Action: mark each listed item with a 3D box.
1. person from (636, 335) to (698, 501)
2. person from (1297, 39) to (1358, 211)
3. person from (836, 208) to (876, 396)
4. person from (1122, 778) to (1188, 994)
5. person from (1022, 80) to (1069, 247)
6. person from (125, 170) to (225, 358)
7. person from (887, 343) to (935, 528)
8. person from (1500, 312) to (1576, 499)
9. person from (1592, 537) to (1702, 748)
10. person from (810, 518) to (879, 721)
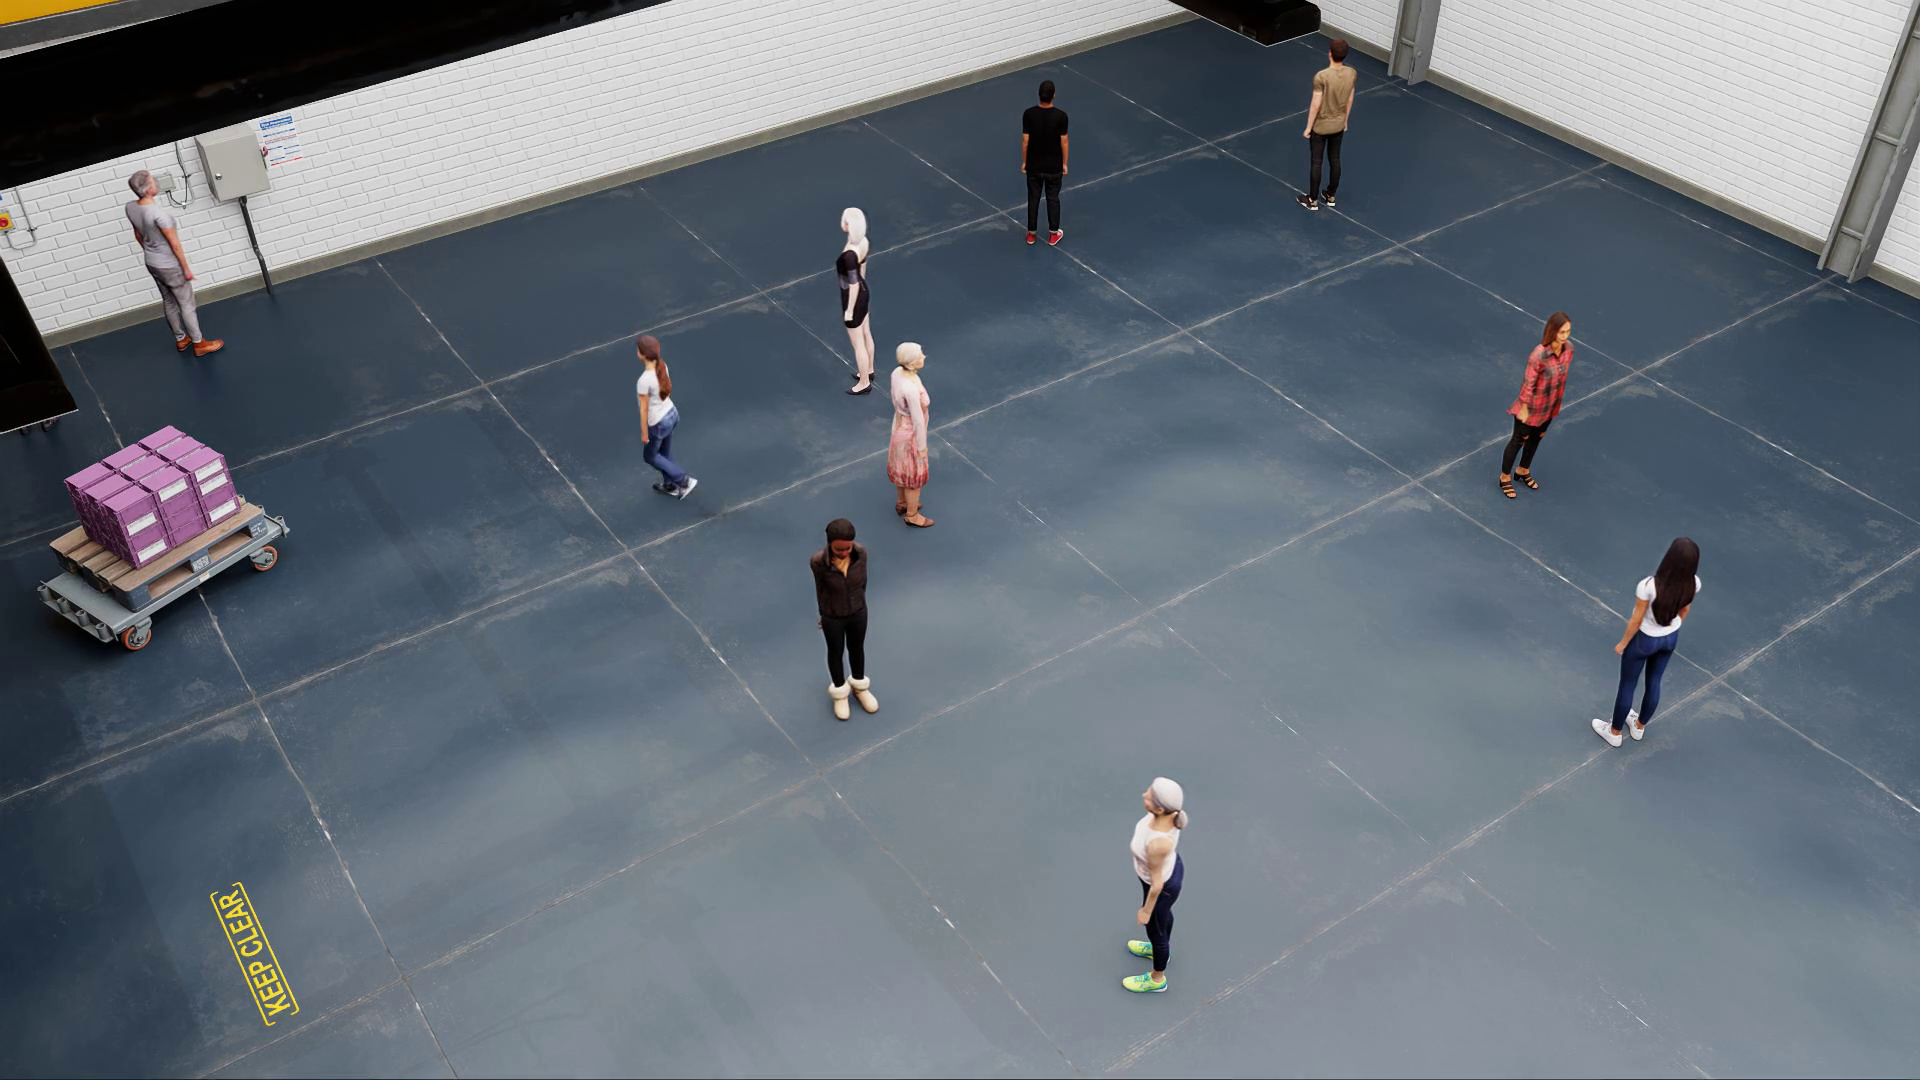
[{"bbox_3d":[-2.407,-0.961,13.594,0.833,1.545,0.734,15,41,18],"label":"person"},{"bbox_3d":[3.914,-4.420,17.680,0.719,1.851,0.652,-13,40,-16],"label":"person"},{"bbox_3d":[-0.924,-2.129,14.829,0.709,1.829,0.659,8,39,10],"label":"person"},{"bbox_3d":[1.169,2.013,9.746,0.727,1.701,0.679,9,39,11],"label":"person"},{"bbox_3d":[0.865,-3.869,17.066,0.704,1.757,0.764,6,39,8],"label":"person"},{"bbox_3d":[-7.334,-2.547,15.352,0.671,1.831,0.828,19,42,22],"label":"person"},{"bbox_3d":[-0.407,-0.846,13.333,0.693,1.692,0.562,-15,41,-18],"label":"person"},{"bbox_3d":[4.759,-1.123,13.672,0.638,1.703,0.580,-19,42,-22],"label":"person"},{"bbox_3d":[4.720,0.699,11.332,0.654,1.775,0.639,-8,39,-10],"label":"person"},{"bbox_3d":[-0.824,0.495,11.679,0.656,1.661,0.604,-23,44,-26],"label":"person"}]
